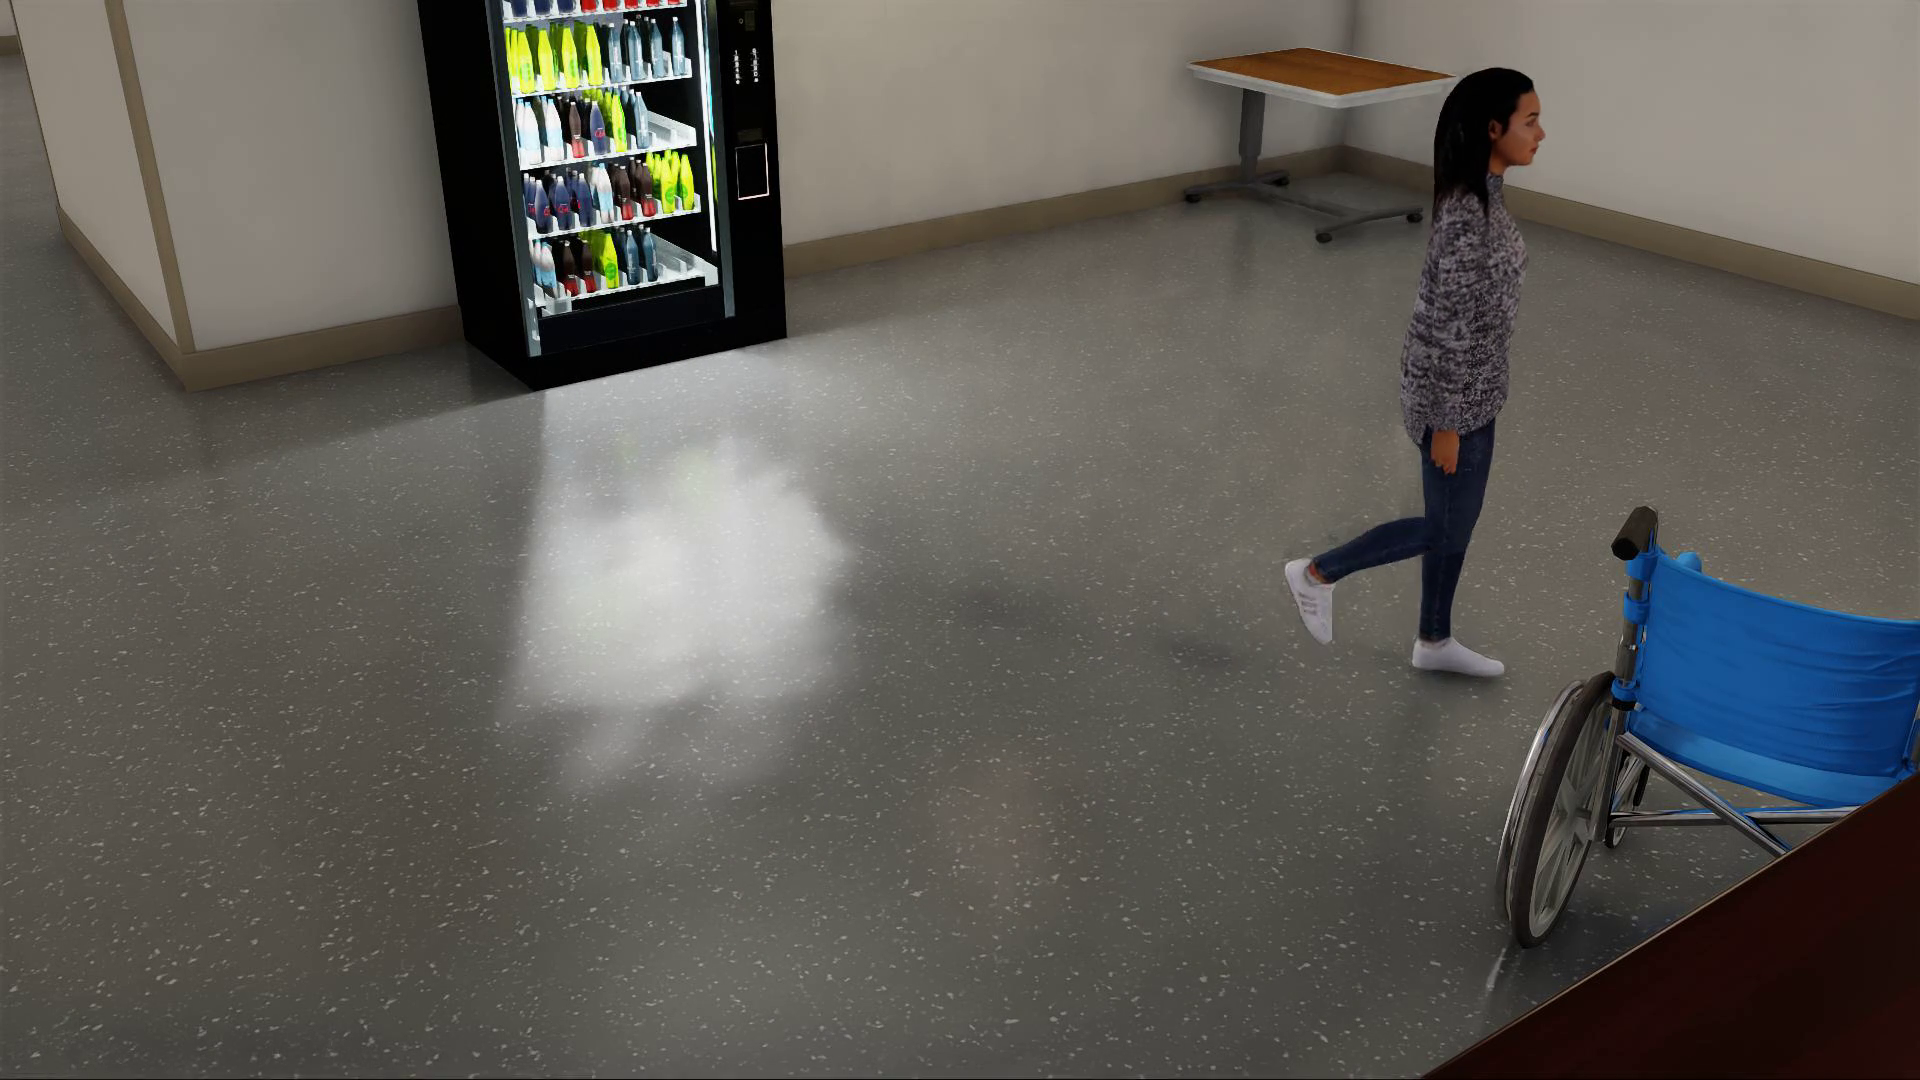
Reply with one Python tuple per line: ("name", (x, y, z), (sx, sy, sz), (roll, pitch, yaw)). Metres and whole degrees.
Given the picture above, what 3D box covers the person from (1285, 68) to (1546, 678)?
("person", (1.254, -0.397, 4.524), (0.939, 1.719, 0.932), (10, 28, 20))
